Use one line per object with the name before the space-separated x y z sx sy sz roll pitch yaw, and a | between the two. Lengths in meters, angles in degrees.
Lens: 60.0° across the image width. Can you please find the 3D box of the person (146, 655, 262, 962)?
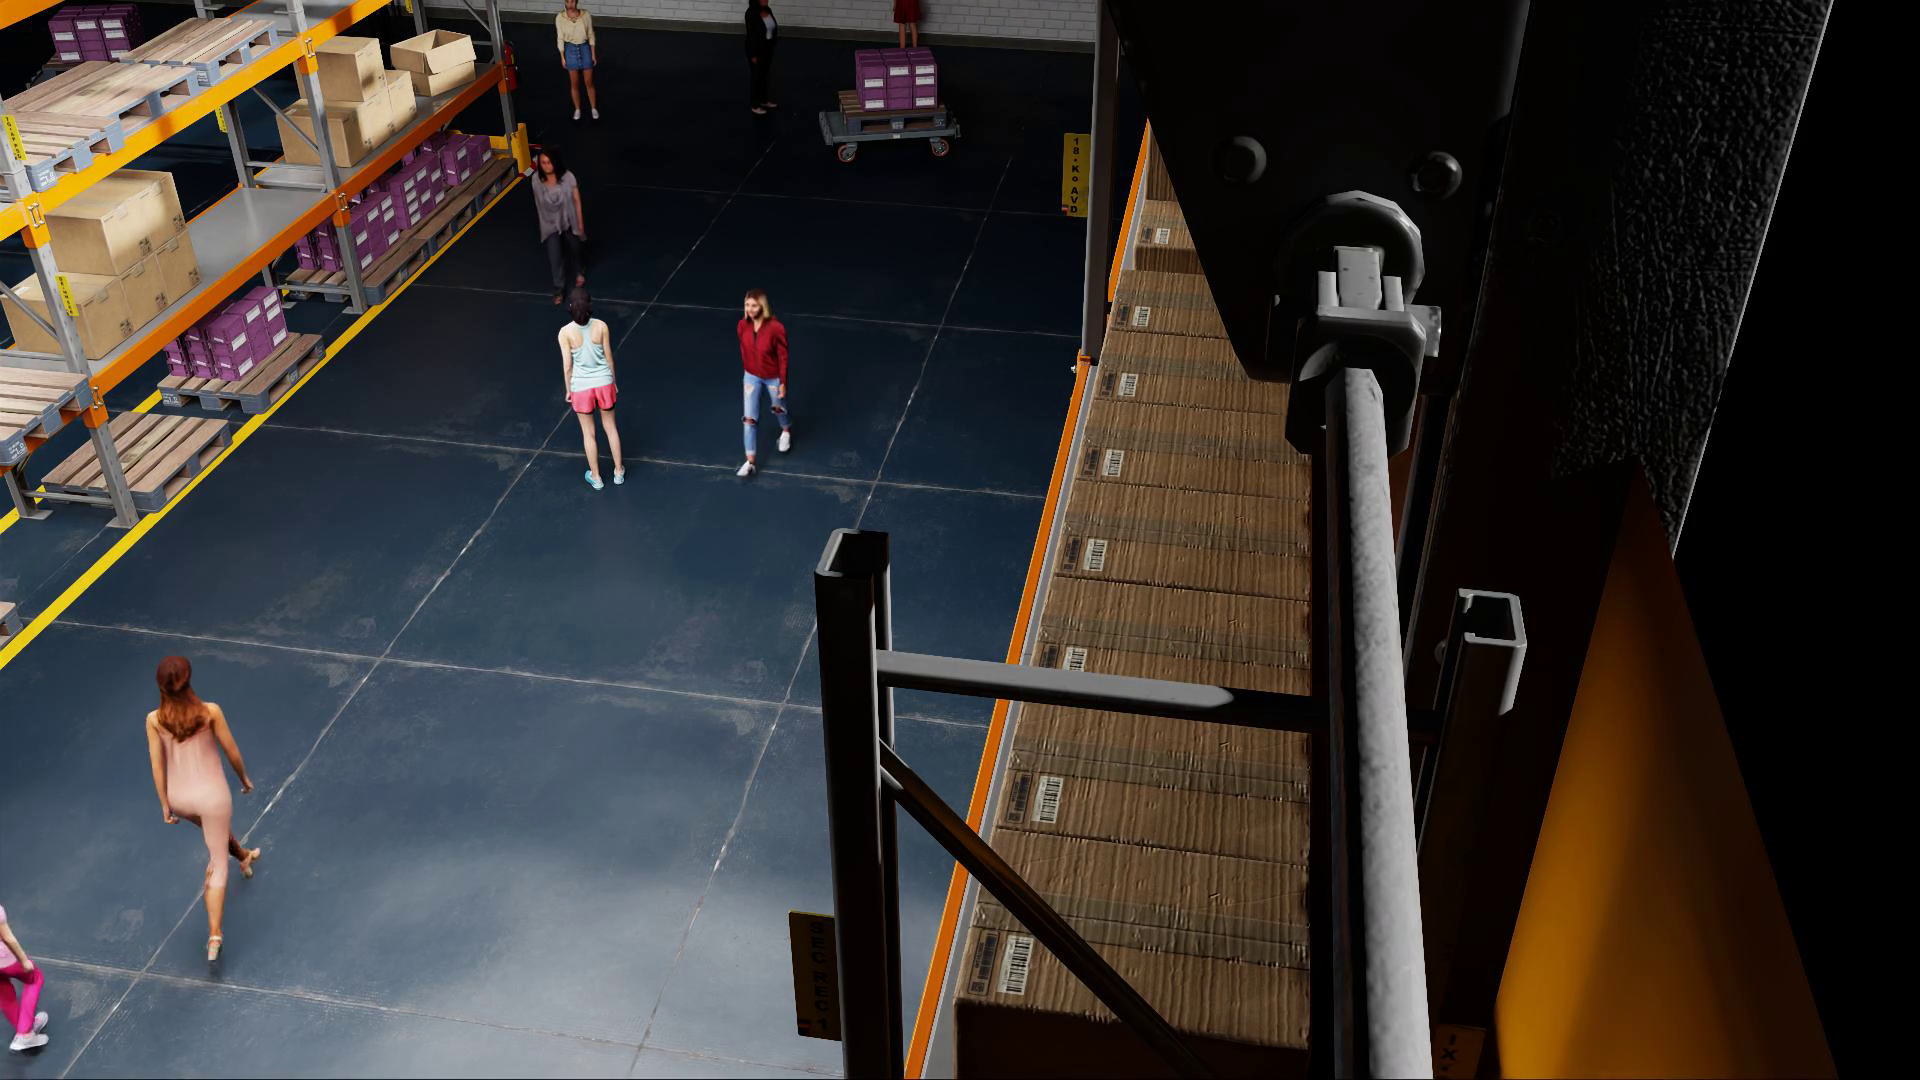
person | -4.306 1.553 9.376 0.841 1.766 1.262 -5 34 -8

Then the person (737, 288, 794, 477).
person | -1.592 -1.374 13.942 0.666 1.585 1.089 8 35 12

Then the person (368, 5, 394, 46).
person | -8.445 -8.026 23.739 0.749 1.818 0.544 11 35 16

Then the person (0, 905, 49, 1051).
person | -5.108 2.252 8.776 0.555 1.265 0.609 0 34 1

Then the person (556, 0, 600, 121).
person | -4.838 -6.158 21.101 0.716 1.628 0.688 -8 34 -12

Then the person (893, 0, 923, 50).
person | -0.747 -7.495 23.179 0.675 1.554 0.736 -16 37 -22

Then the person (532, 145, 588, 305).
person | -3.985 -3.226 16.740 0.805 1.573 1.089 -2 34 -4

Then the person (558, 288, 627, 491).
person | -3.007 -1.243 13.583 0.684 1.764 0.715 -14 36 -20

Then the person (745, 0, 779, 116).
person | -2.570 -6.294 21.318 0.766 1.614 0.630 13 36 18
